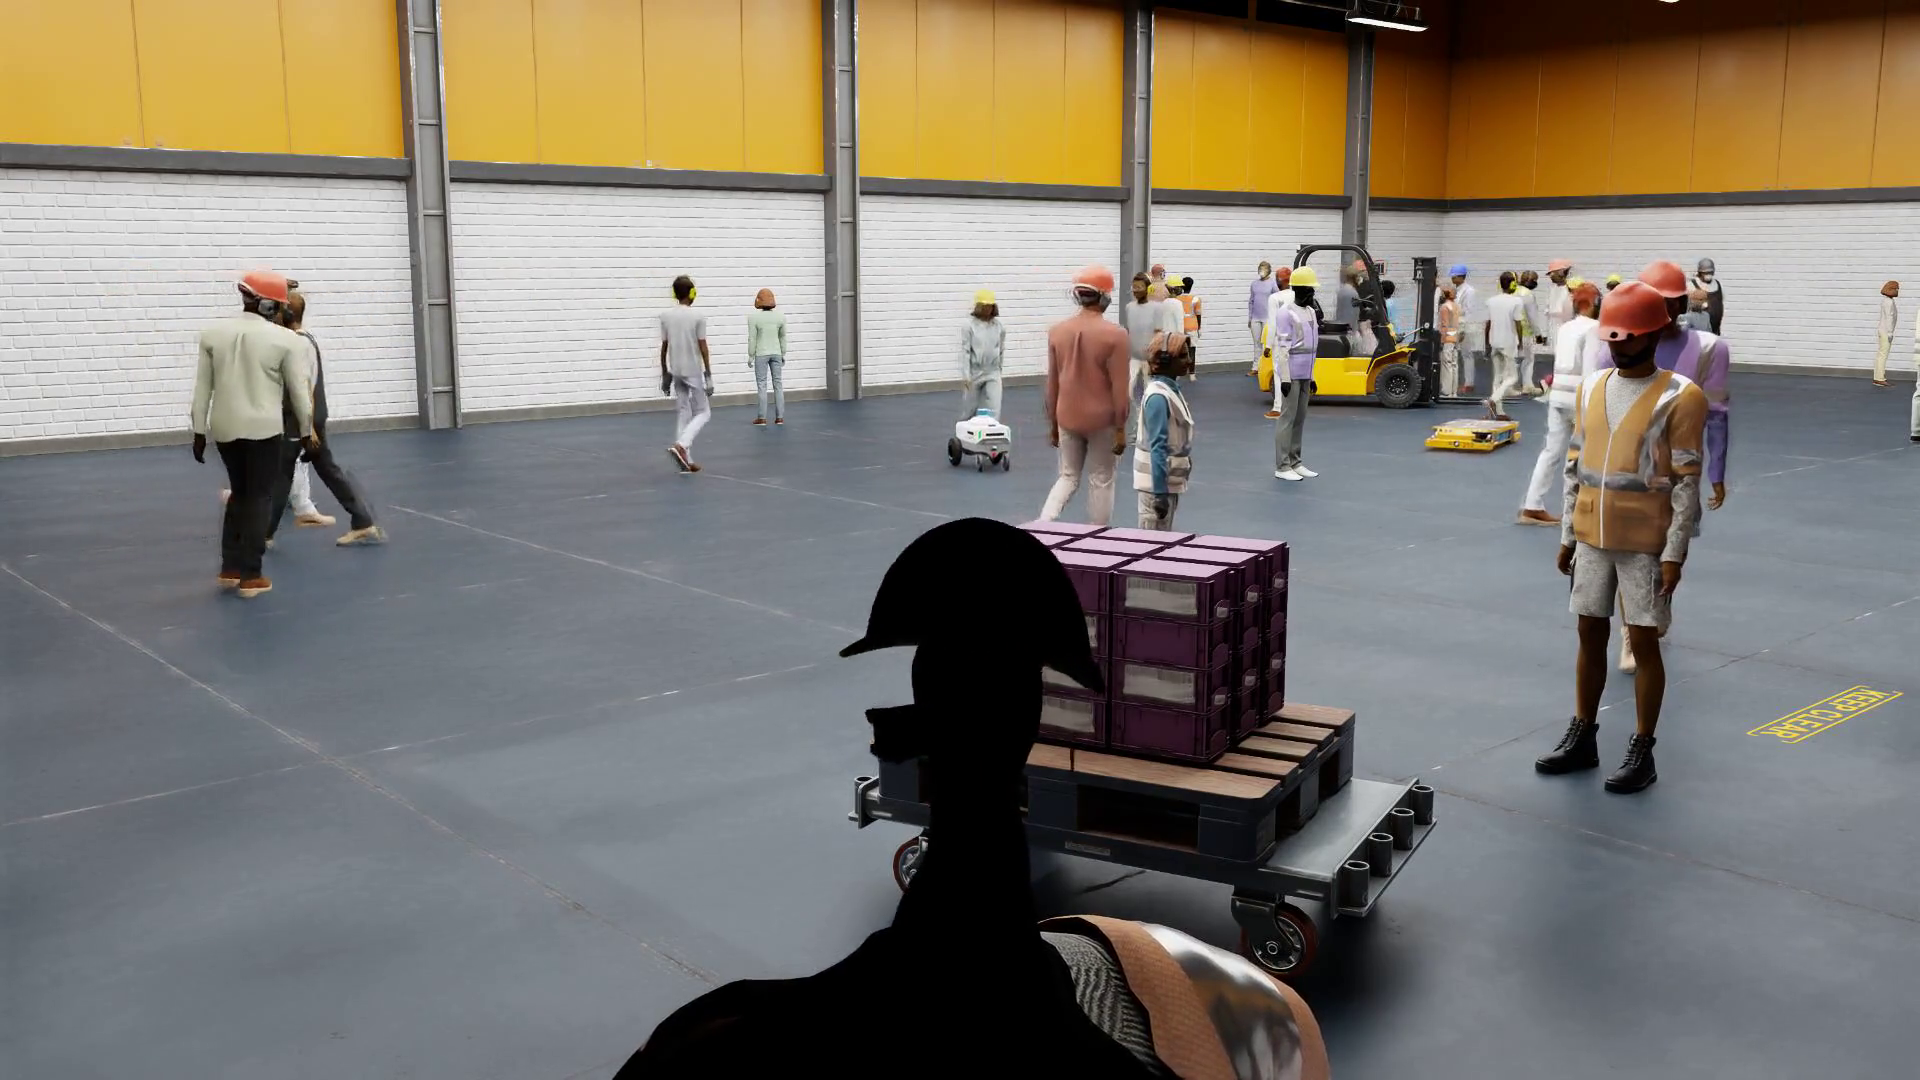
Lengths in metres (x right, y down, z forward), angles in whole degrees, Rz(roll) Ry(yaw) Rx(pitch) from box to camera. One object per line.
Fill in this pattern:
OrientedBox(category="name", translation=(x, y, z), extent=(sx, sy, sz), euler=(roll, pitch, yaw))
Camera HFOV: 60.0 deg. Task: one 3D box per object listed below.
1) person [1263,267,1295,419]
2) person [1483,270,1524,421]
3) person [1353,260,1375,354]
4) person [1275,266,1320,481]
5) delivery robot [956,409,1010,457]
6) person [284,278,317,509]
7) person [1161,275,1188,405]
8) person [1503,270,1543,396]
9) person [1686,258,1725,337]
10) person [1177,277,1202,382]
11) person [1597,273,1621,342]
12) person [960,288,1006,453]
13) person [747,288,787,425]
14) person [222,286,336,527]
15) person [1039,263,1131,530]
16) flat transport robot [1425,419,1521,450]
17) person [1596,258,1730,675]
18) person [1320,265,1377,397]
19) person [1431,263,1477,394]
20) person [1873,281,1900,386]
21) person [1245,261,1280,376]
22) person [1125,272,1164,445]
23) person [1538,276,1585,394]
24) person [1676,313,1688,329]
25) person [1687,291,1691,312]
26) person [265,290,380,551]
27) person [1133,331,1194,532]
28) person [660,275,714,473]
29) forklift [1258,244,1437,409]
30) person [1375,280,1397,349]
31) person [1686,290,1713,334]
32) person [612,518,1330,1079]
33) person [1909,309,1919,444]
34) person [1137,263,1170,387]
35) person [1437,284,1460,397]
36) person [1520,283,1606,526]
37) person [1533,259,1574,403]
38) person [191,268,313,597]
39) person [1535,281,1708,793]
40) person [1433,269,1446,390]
OrientedBox(category="person", translation=(4.034, -2.443, 20.692), extent=(0.573, 1.887, 0.354), euler=(-6, 11, -30))
OrientedBox(category="person", translation=(6.558, -2.331, 20.154), extent=(0.592, 1.850, 0.548), euler=(-7, 12, -37))
OrientedBox(category="person", translation=(6.827, -3.825, 28.618), extent=(1.011, 1.938, 0.639), euler=(-9, 13, -43))
OrientedBox(category="person", translation=(3.073, -1.508, 15.100), extent=(0.365, 1.928, 0.585), euler=(7, 12, 37))
OrientedBox(category="delivery robot", translation=(0.219, -1.007, 15.883), extent=(0.477, 0.478, 0.707), euler=(-2, 10, -18))
OrientedBox(category="person", translation=(-5.433, -1.169, 13.351), extent=(0.372, 1.843, 0.570), euler=(-5, 11, -25))
OrientedBox(category="person", translation=(2.908, -2.715, 22.630), extent=(0.309, 1.772, 0.525), euler=(-4, 10, -20))
OrientedBox(category="person", translation=(8.222, -2.981, 24.062), extent=(0.772, 1.811, 0.629), euler=(1, 10, 5))
OrientedBox(category="person", translation=(11.244, -3.290, 25.203), extent=(0.693, 2.000, 0.612), euler=(-1, 10, -3))
OrientedBox(category="person", translation=(3.650, -3.397, 26.866), extent=(0.529, 1.690, 0.321), euler=(5, 11, 25))
OrientedBox(category="person", translation=(9.658, -3.060, 24.654), extent=(0.525, 1.770, 0.306), euler=(4, 10, 22))
OrientedBox(category="person", translation=(0.217, -1.672, 16.668), extent=(0.477, 1.715, 0.782), euler=(-3, 10, -17))
OrientedBox(category="person", translation=(-2.316, -2.194, 19.970), extent=(0.500, 1.636, 0.280), euler=(-6, 11, -30))
OrientedBox(category="person", translation=(-5.053, -0.970, 12.252), extent=(0.696, 1.827, 0.637), euler=(-4, 11, -24))
OrientedBox(category="person", translation=(0.772, -0.759, 10.566), extent=(0.610, 1.980, 0.702), euler=(7, 12, 35))
OrientedBox(category="flat transport robot", translation=(5.505, -1.140, 17.786), extent=(0.652, 0.197, 1.431), euler=(6, 11, 31))
OrientedBox(category="person", translation=(3.452, -0.381, 8.257), extent=(0.619, 2.018, 0.830), euler=(3, 10, 17))
OrientedBox(category="person", translation=(5.542, -2.993, 23.915), extent=(1.002, 1.895, 0.647), euler=(0, 10, 0))
OrientedBox(category="person", translation=(7.176, -3.068, 24.273), extent=(0.921, 1.907, 0.621), euler=(-4, 10, -20))
OrientedBox(category="person", translation=(14.528, -3.232, 26.051), extent=(0.285, 1.633, 0.500), euler=(3, 10, 19))
OrientedBox(category="person", translation=(5.081, -3.696, 27.875), extent=(0.362, 1.938, 0.635), euler=(-9, 13, -41))
OrientedBox(category="person", translation=(1.943, -1.903, 17.643), extent=(0.509, 1.858, 0.437), euler=(7, 12, 37))
OrientedBox(category="person", translation=(8.356, -2.753, 22.913), extent=(0.636, 1.748, 0.535), euler=(6, 11, 32))
OrientedBox(category="person", translation=(8.597, -2.406, 20.384), extent=(0.568, 1.916, 0.434), euler=(5, 11, 27))
OrientedBox(category="person", translation=(10.364, -3.068, 24.351), extent=(0.555, 1.880, 0.992), euler=(1, 10, 4))
OrientedBox(category="person", translation=(-4.518, -0.816, 11.439), extent=(0.981, 1.799, 0.533), euler=(-2, 10, -13))
OrientedBox(category="person", translation=(1.048, -0.255, 8.600), extent=(0.314, 1.641, 0.515), euler=(2, 10, 14))
OrientedBox(category="person", translation=(-2.548, -1.518, 15.375), extent=(0.552, 1.853, 0.489), euler=(5, 11, 25))
OrientedBox(category="forklift", translation=(5.256, -2.933, 22.661), extent=(2.313, 2.155, 1.214), euler=(3, 10, 16))
OrientedBox(category="person", translation=(6.334, -2.991, 24.487), extent=(0.590, 1.677, 0.537), euler=(5, 11, 26))
OrientedBox(category="person", translation=(9.302, -2.347, 20.957), extent=(0.503, 1.600, 0.743), euler=(-7, 12, -35))
OrientedBox(category="person", translation=(0.003, 0.891, 1.063), extent=(0.587, 1.926, 0.368), euler=(-6, 11, -30))
OrientedBox(category="person", translation=(10.408, -1.910, 17.738), extent=(0.404, 1.830, 0.592), euler=(1, 10, 7))
OrientedBox(category="person", translation=(2.997, -3.222, 25.193), extent=(0.639, 1.911, 0.406), euler=(5, 11, 27))
OrientedBox(category="person", translation=(6.857, -2.775, 23.367), extent=(0.310, 1.636, 0.522), euler=(7, 12, 35))
OrientedBox(category="person", translation=(4.687, -1.016, 12.535), extent=(0.967, 1.814, 0.646), euler=(-3, 10, -16))
OrientedBox(category="person", translation=(8.388, -2.893, 23.045), extent=(0.964, 1.996, 0.638), euler=(-4, 10, -20))
OrientedBox(category="person", translation=(-4.239, -0.647, 9.990), extent=(0.638, 1.946, 0.614), euler=(1, 10, 4))
OrientedBox(category="person", translation=(2.509, -0.009, 6.320), extent=(0.367, 1.930, 0.542), euler=(-7, 12, -35))
OrientedBox(category="person", translation=(7.090, -3.156, 24.908), extent=(0.963, 1.880, 0.610), euler=(-5, 11, -28))
